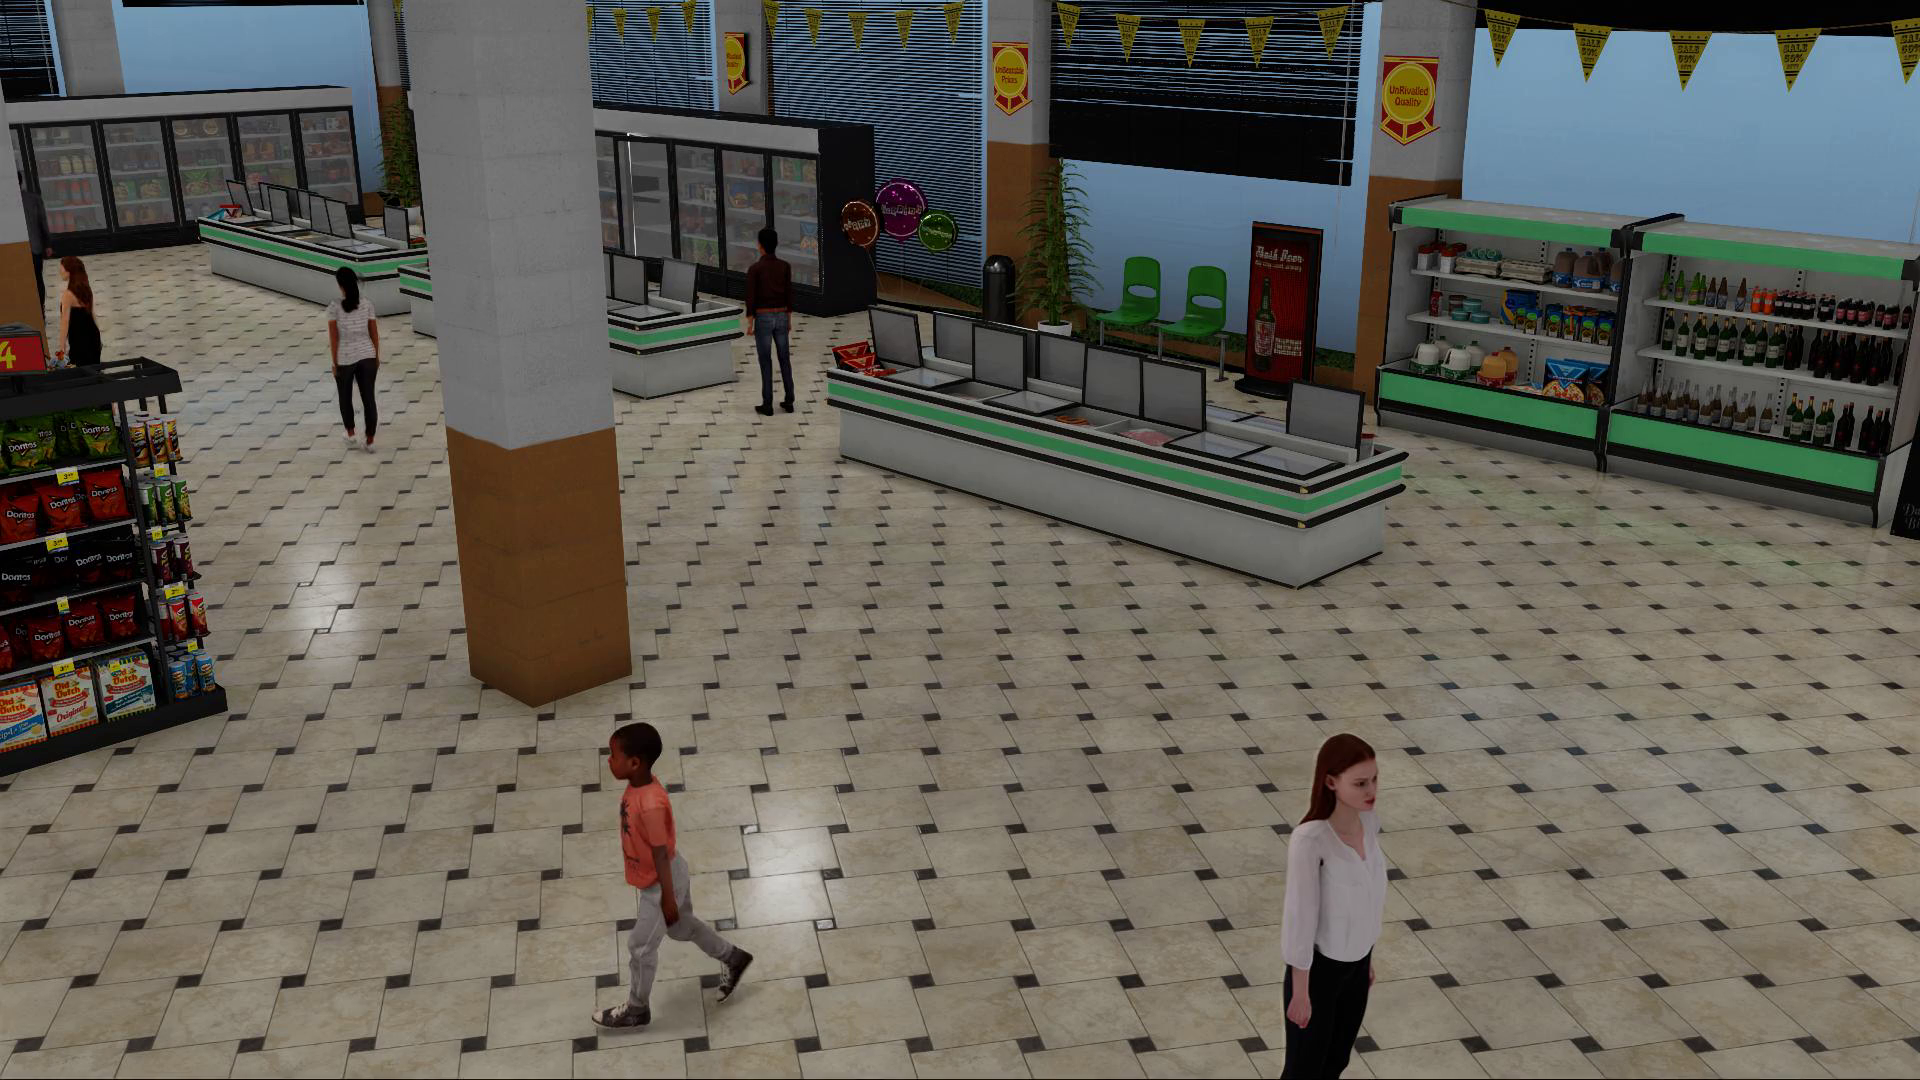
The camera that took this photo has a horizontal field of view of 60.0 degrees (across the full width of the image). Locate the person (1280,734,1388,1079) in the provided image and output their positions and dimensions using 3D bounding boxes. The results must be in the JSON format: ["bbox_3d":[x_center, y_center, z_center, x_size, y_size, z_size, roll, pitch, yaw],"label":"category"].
[{"bbox_3d":[1.219,1.447,5.496,0.595,1.759,0.483,-17,25,-41],"label":"person"}]

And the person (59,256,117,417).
[{"bbox_3d":[-8.016,-1.813,15.399,0.884,1.609,0.829,-1,19,-3],"label":"person"}]

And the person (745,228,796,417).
[{"bbox_3d":[-1.800,-2.095,15.974,0.682,1.776,0.592,-11,22,-30],"label":"person"}]

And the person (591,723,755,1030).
[{"bbox_3d":[-1.119,1.318,6.603,0.849,1.297,0.921,-7,20,-19],"label":"person"}]

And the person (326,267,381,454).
[{"bbox_3d":[-5.293,-1.565,14.629,0.694,1.632,0.857,-11,22,-30],"label":"person"}]

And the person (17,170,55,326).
[{"bbox_3d":[-11.227,-3.484,20.033,1.130,1.816,0.694,18,25,42],"label":"person"}]
